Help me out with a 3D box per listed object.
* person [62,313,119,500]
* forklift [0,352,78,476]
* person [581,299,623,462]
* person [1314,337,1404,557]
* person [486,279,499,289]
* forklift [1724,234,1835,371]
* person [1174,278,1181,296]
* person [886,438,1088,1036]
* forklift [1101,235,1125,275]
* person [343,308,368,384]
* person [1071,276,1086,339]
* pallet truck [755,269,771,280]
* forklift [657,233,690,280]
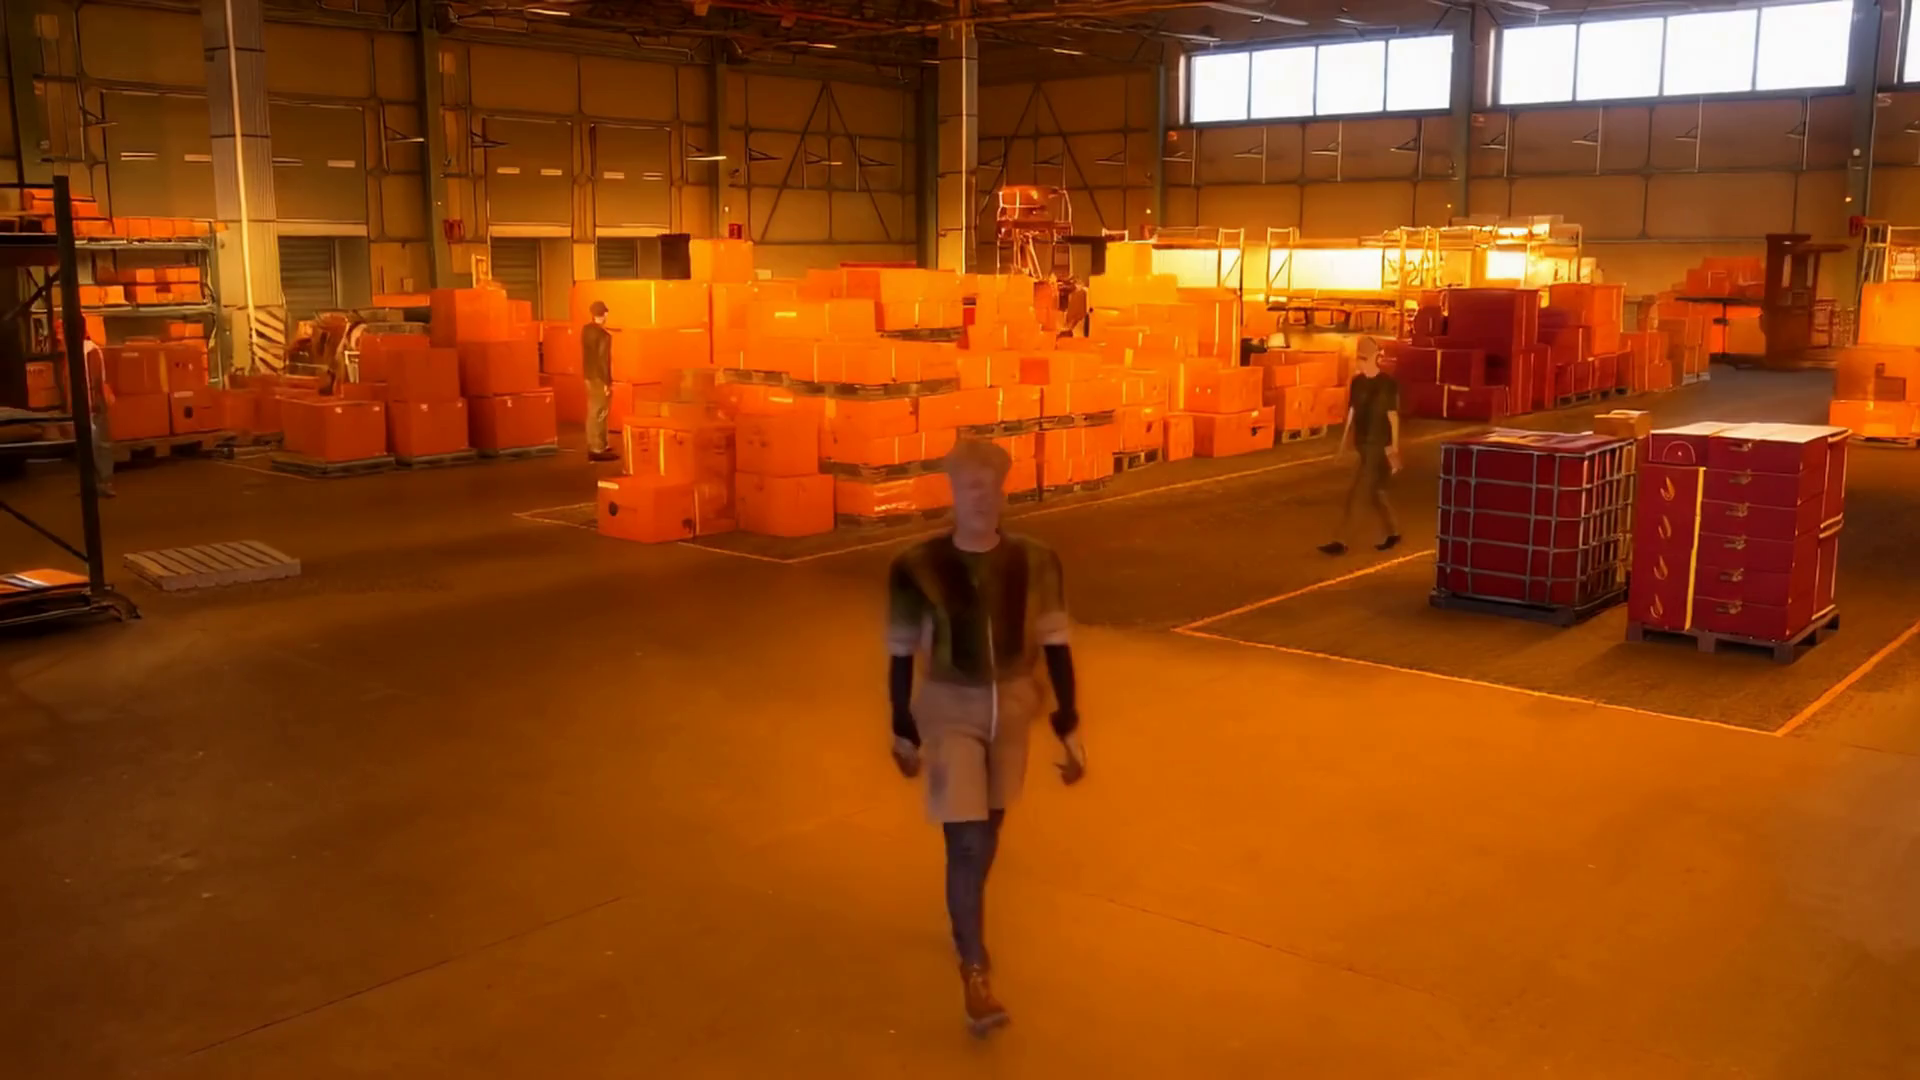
[{"bbox_3d":[-8.833,-1.358,16.906,0.600,1.907,0.392,10,14,44],"label":"person"},{"bbox_3d":[-10.927,-2.068,18.164,1.129,2.768,1.873,5,11,26],"label":"forklift"},{"bbox_3d":[-4.306,-1.896,19.869,0.373,1.940,0.629,-6,12,-32],"label":"person"},{"bbox_3d":[3.376,-0.774,13.821,0.974,1.818,0.542,-5,11,-25],"label":"person"},{"bbox_3d":[-9.510,-4.350,33.876,0.385,1.927,0.545,4,11,21],"label":"person"},{"bbox_3d":[17.205,-4.989,34.795,1.129,2.768,1.873,-5,11,-24],"label":"forklift"},{"bbox_3d":[4.586,-4.793,36.446,0.874,1.900,0.563,4,11,23],"label":"person"},{"bbox_3d":[0.104,0.626,5.527,0.626,1.916,0.964,-3,10,-18],"label":"person"},{"bbox_3d":[3.471,-5.577,38.147,1.873,2.768,1.129,2,10,14],"label":"forklift"},{"bbox_3d":[-9.161,-2.702,25.304,0.515,1.641,0.314,7,12,35],"label":"person"},{"bbox_3d":[2.576,-4.820,36.531,0.373,1.936,0.629,2,10,11],"label":"person"},{"bbox_3d":[-4.996,-6.432,45.525,1.885,1.965,0.823,-6,12,-32],"label":"pallet truck"},{"bbox_3d":[-5.606,-4.634,32.773,1.873,2.768,1.129,-6,11,-29],"label":"forklift"}]
